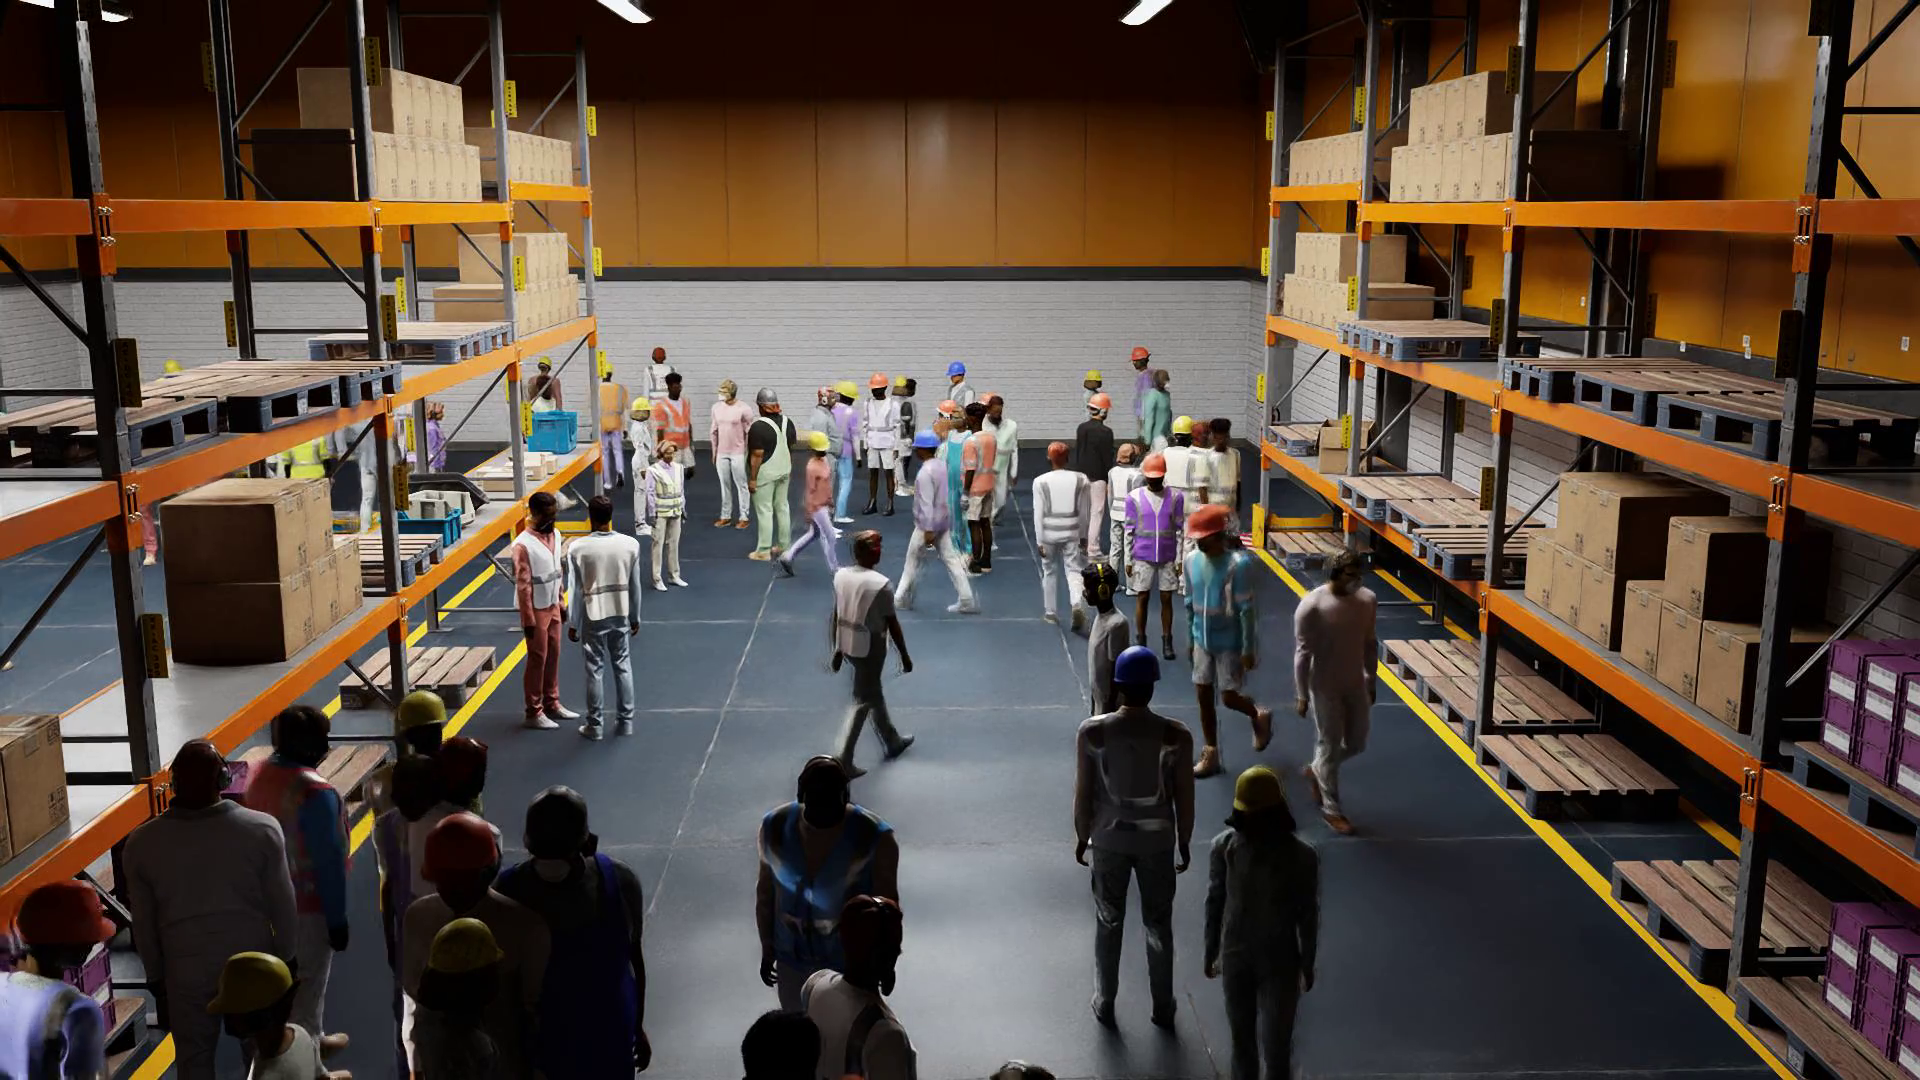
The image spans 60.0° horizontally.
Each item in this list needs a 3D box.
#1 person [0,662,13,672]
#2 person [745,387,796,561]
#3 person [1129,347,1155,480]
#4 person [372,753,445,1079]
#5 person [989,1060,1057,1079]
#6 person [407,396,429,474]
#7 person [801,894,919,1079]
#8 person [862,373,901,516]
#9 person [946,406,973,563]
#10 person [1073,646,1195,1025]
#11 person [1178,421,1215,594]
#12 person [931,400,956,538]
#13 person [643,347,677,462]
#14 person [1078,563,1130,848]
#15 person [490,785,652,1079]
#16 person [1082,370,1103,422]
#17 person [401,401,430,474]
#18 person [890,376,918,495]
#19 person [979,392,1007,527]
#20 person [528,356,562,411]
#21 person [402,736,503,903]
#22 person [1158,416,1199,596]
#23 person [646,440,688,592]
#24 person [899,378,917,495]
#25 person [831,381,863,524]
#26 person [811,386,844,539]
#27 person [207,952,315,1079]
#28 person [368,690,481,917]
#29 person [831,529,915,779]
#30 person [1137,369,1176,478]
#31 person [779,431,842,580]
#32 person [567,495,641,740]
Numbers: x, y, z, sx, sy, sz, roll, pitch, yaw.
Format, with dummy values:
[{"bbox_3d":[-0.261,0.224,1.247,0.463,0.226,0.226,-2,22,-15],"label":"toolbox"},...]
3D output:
[{"bbox_3d":[-8.731,0.283,14.744,0.502,1.837,0.349,6,13,26],"label":"person"},{"bbox_3d":[-2.278,-0.786,19.575,0.539,2.000,0.688,8,14,36],"label":"person"},{"bbox_3d":[2.756,-1.919,25.305,0.408,2.029,0.609,0,11,0],"label":"person"},{"bbox_3d":[-2.277,1.796,7.197,0.542,1.802,0.829,0,11,1],"label":"person"},{"bbox_3d":[0.128,2.307,4.473,0.984,1.895,0.636,-10,15,-42],"label":"person"},{"bbox_3d":[-8.347,-1.959,25.802,0.580,1.897,0.634,-7,13,-32],"label":"person"},{"bbox_3d":[-0.311,2.086,5.562,0.356,1.887,0.572,-8,14,-34],"label":"person"},{"bbox_3d":[-1.067,-1.278,22.312,0.545,1.933,0.376,5,12,23],"label":"person"},{"bbox_3d":[0.008,-0.654,19.417,0.346,1.842,0.506,-11,16,-43],"label":"person"},{"bbox_3d":[0.874,1.491,8.395,0.608,1.943,0.402,1,11,7],"label":"person"},{"bbox_3d":[2.530,-0.330,17.686,0.356,1.883,0.573,-10,15,-42],"label":"person"},{"bbox_3d":[-0.177,-0.892,20.867,0.350,1.739,0.575,-4,12,-18],"label":"person"},{"bbox_3d":[-4.869,-2.201,27.103,0.569,1.877,0.362,-6,13,-29],"label":"person"},{"bbox_3d":[0.927,1.061,10.787,0.347,1.855,0.532,-1,11,-6],"label":"person"},{"bbox_3d":[-1.455,1.880,6.206,0.687,2.000,0.535,-7,13,-31],"label":"person"},{"bbox_3d":[1.972,-1.659,24.699,0.308,1.743,0.494,4,12,21],"label":"person"},{"bbox_3d":[-7.115,-1.071,22.108,0.551,1.591,0.765,7,13,32],"label":"person"},{"bbox_3d":[-0.916,-1.516,24.094,0.544,1.705,0.691,-5,12,-22],"label":"person"},{"bbox_3d":[0.368,-1.045,21.587,0.563,1.753,0.321,8,14,36],"label":"person"},{"bbox_3d":[-6.665,-2.077,26.782,0.532,1.754,0.342,0,11,-2],"label":"person"},{"bbox_3d":[-2.172,1.758,7.226,0.628,1.871,0.395,8,14,33],"label":"person"},{"bbox_3d":[2.359,-0.359,17.711,0.587,1.930,0.363,7,13,33],"label":"person"},{"bbox_3d":[-3.178,-0.271,18.023,0.312,1.635,0.526,8,14,36],"label":"person"},{"bbox_3d":[-0.771,-1.494,24.017,0.352,1.685,0.541,-1,11,-5],"label":"person"},{"bbox_3d":[-1.638,-1.154,21.849,0.778,1.873,0.382,7,13,31],"label":"person"},{"bbox_3d":[-1.658,-0.978,20.876,0.409,1.907,0.650,0,11,-1],"label":"person"},{"bbox_3d":[-2.220,2.175,5.446,0.340,1.757,0.518,-3,12,-14],"label":"person"},{"bbox_3d":[-2.460,1.642,7.771,0.589,1.897,0.457,3,12,16],"label":"person"},{"bbox_3d":[-0.641,0.812,12.181,0.933,1.794,0.568,-9,15,-40],"label":"person"},{"bbox_3d":[2.716,-1.452,23.272,0.941,1.911,0.639,5,13,26],"label":"person"},{"bbox_3d":[-1.626,-0.377,18.330,0.796,1.711,0.557,2,11,8],"label":"person"},{"bbox_3d":[-2.754,0.603,12.958,0.595,1.908,0.393,-8,14,-35],"label":"person"}]
